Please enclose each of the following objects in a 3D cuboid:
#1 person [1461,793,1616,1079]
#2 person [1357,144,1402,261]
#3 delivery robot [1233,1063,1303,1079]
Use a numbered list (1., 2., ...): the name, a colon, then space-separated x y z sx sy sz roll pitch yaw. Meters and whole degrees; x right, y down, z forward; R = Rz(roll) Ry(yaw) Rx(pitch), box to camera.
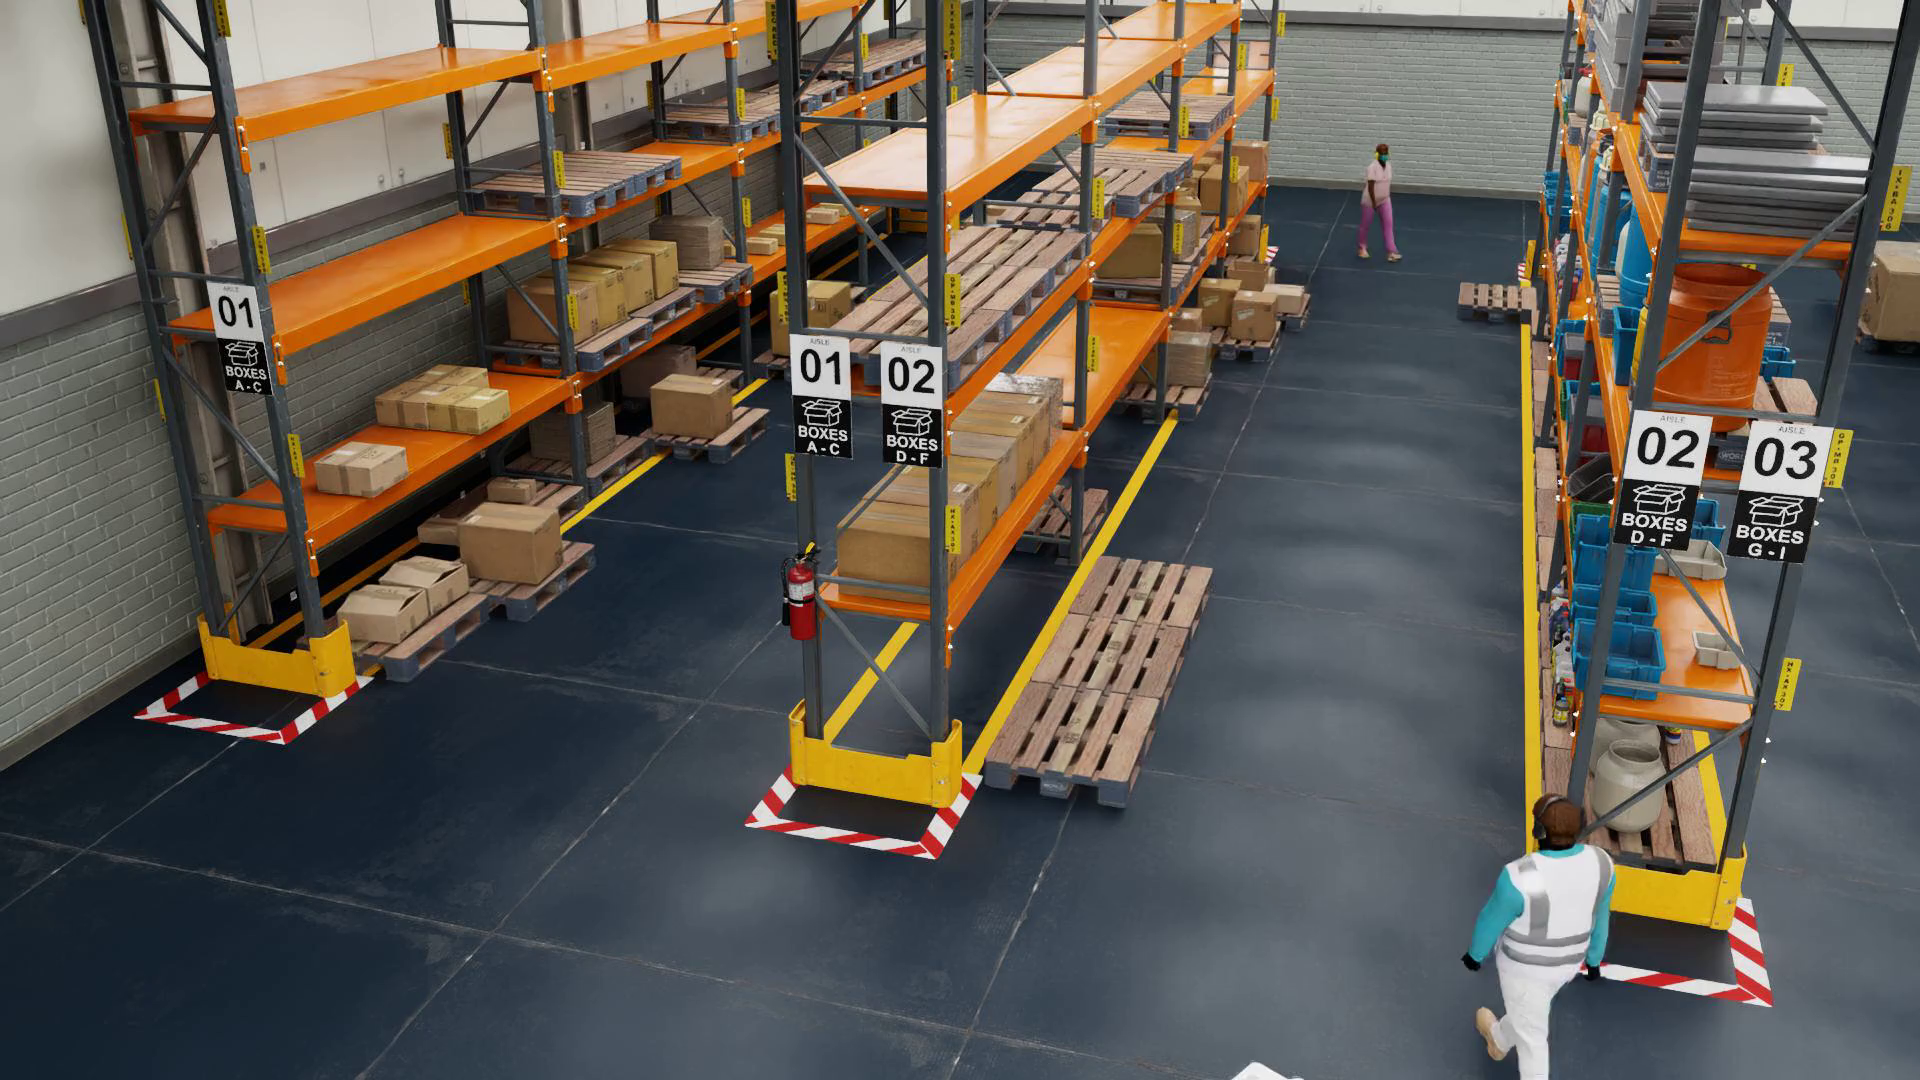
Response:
1. person: 2.868 2.060 8.452 0.639 1.798 0.890 -8 25 -19
2. person: 6.340 -5.055 25.010 0.500 1.760 0.940 -9 25 -19
3. delivery robot: 1.648 2.901 8.090 0.784 0.599 0.499 21 31 40
